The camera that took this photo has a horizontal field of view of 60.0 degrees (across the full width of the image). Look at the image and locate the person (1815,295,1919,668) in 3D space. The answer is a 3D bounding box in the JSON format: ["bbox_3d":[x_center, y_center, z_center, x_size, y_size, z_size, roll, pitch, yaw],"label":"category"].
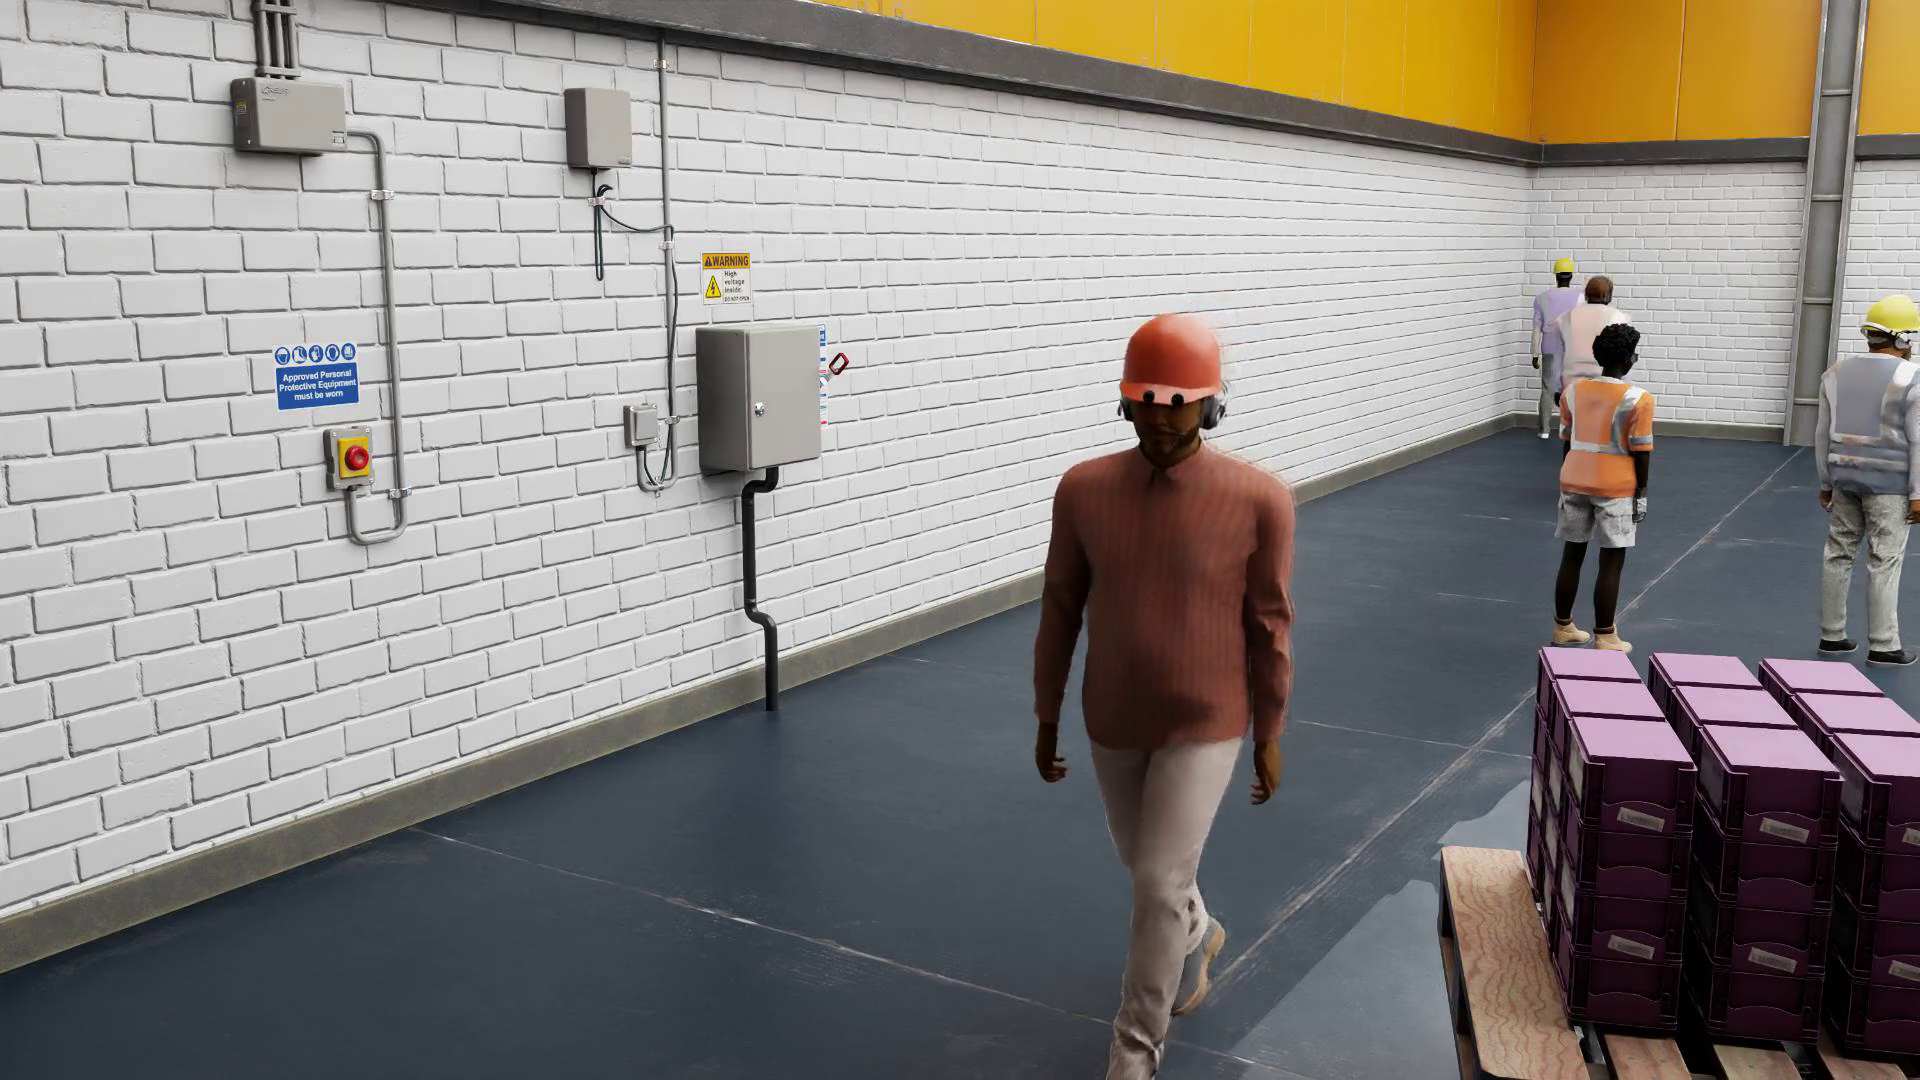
[{"bbox_3d":[4.537,-0.290,8.247,0.404,1.834,0.592,-5,11,-25],"label":"person"}]

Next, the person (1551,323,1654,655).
[{"bbox_3d":[3.260,-0.252,8.440,0.321,1.689,0.530,-7,12,-34],"label":"person"}]

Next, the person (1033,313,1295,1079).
[{"bbox_3d":[0.510,0.403,4.128,0.632,1.948,1.025,5,11,25],"label":"person"}]

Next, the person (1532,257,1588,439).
[{"bbox_3d":[6.337,-2.009,17.550,0.585,1.920,0.388,4,11,19],"label":"person"}]

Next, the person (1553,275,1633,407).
[{"bbox_3d":[5.124,-1.237,13.540,0.630,1.827,0.604,7,12,34],"label":"person"}]
